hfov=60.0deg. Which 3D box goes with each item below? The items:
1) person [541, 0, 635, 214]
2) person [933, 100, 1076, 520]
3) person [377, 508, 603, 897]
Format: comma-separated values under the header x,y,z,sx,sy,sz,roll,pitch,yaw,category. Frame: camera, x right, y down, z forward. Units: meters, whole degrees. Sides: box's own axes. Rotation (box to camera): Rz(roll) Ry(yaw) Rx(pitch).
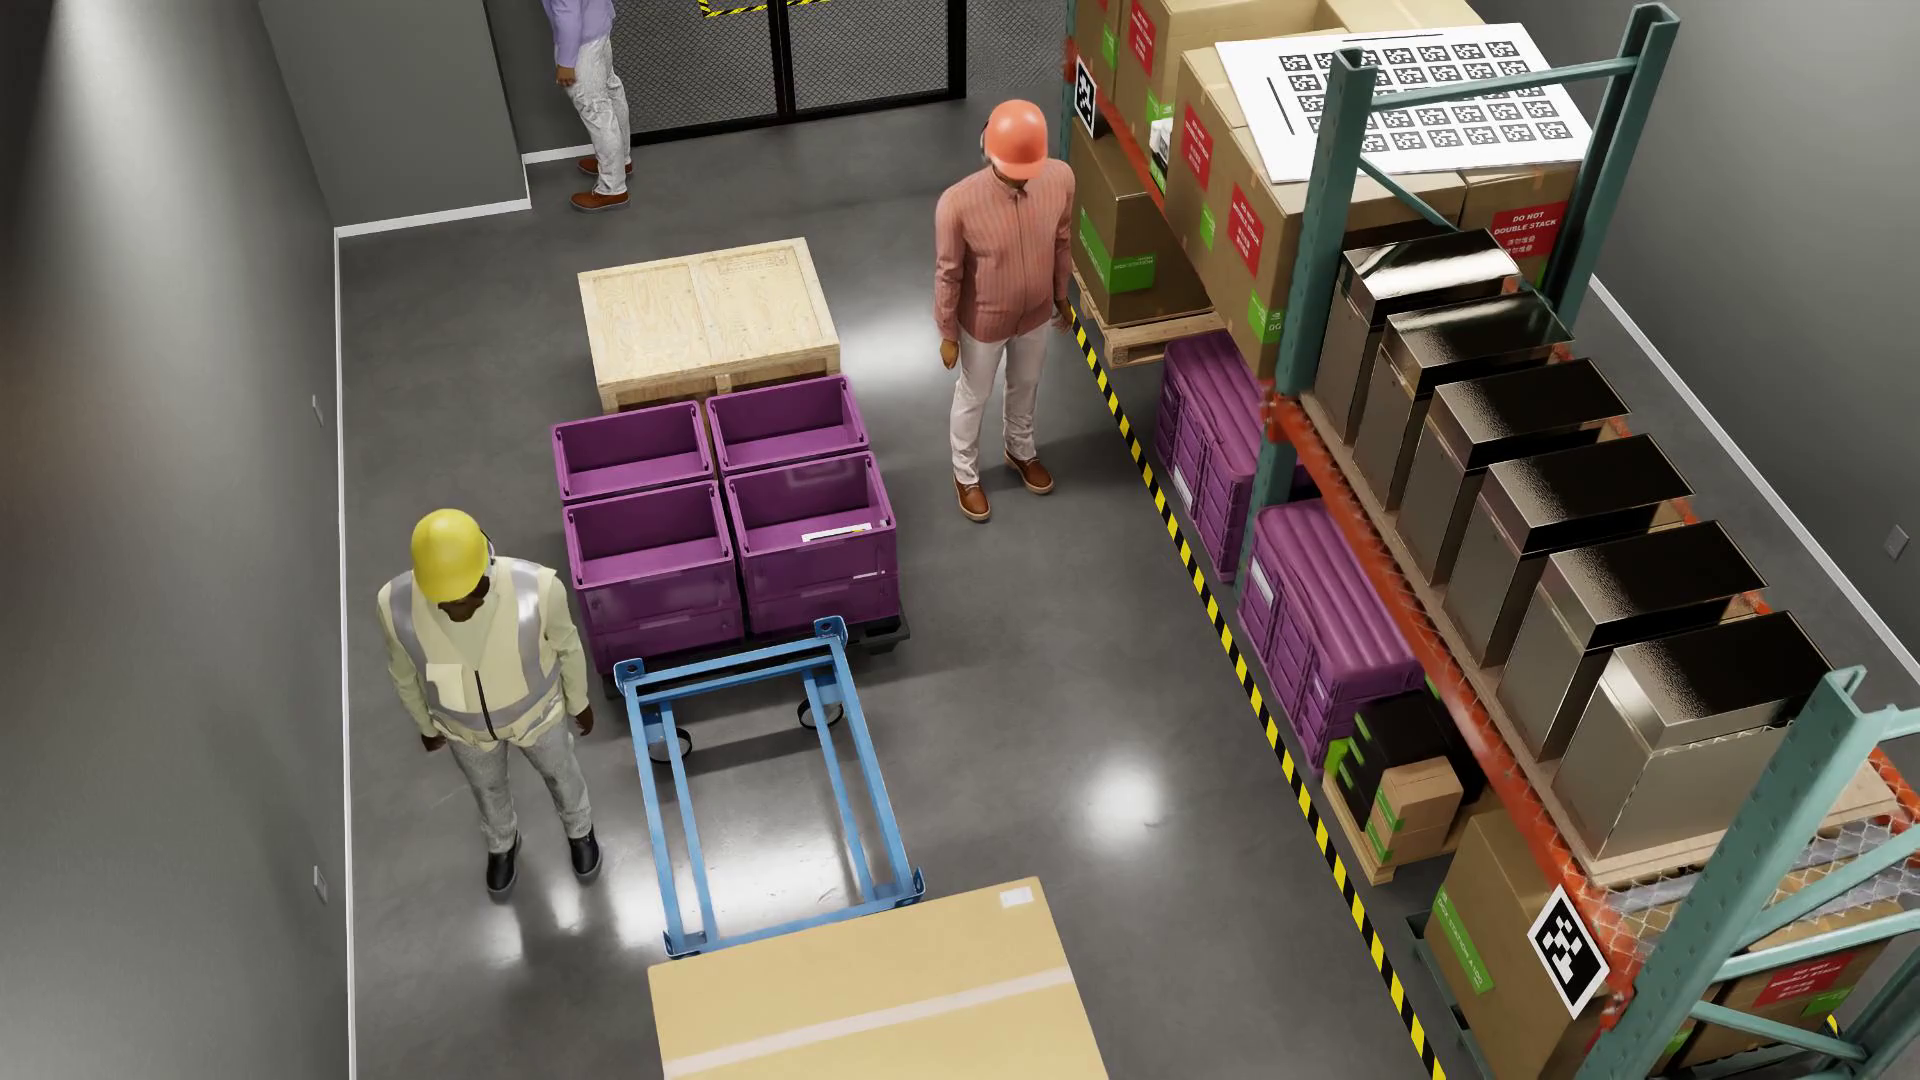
x,y,z,sx,sy,sz,roll,pitch,yaw,category
-1.884,-2.512,8.194,0.373,1.940,0.630,1,47,1,person
0.192,-0.907,6.688,0.623,1.983,0.399,-22,51,-19,person
-1.505,0.550,5.451,0.594,1.832,0.403,-7,48,-7,person
